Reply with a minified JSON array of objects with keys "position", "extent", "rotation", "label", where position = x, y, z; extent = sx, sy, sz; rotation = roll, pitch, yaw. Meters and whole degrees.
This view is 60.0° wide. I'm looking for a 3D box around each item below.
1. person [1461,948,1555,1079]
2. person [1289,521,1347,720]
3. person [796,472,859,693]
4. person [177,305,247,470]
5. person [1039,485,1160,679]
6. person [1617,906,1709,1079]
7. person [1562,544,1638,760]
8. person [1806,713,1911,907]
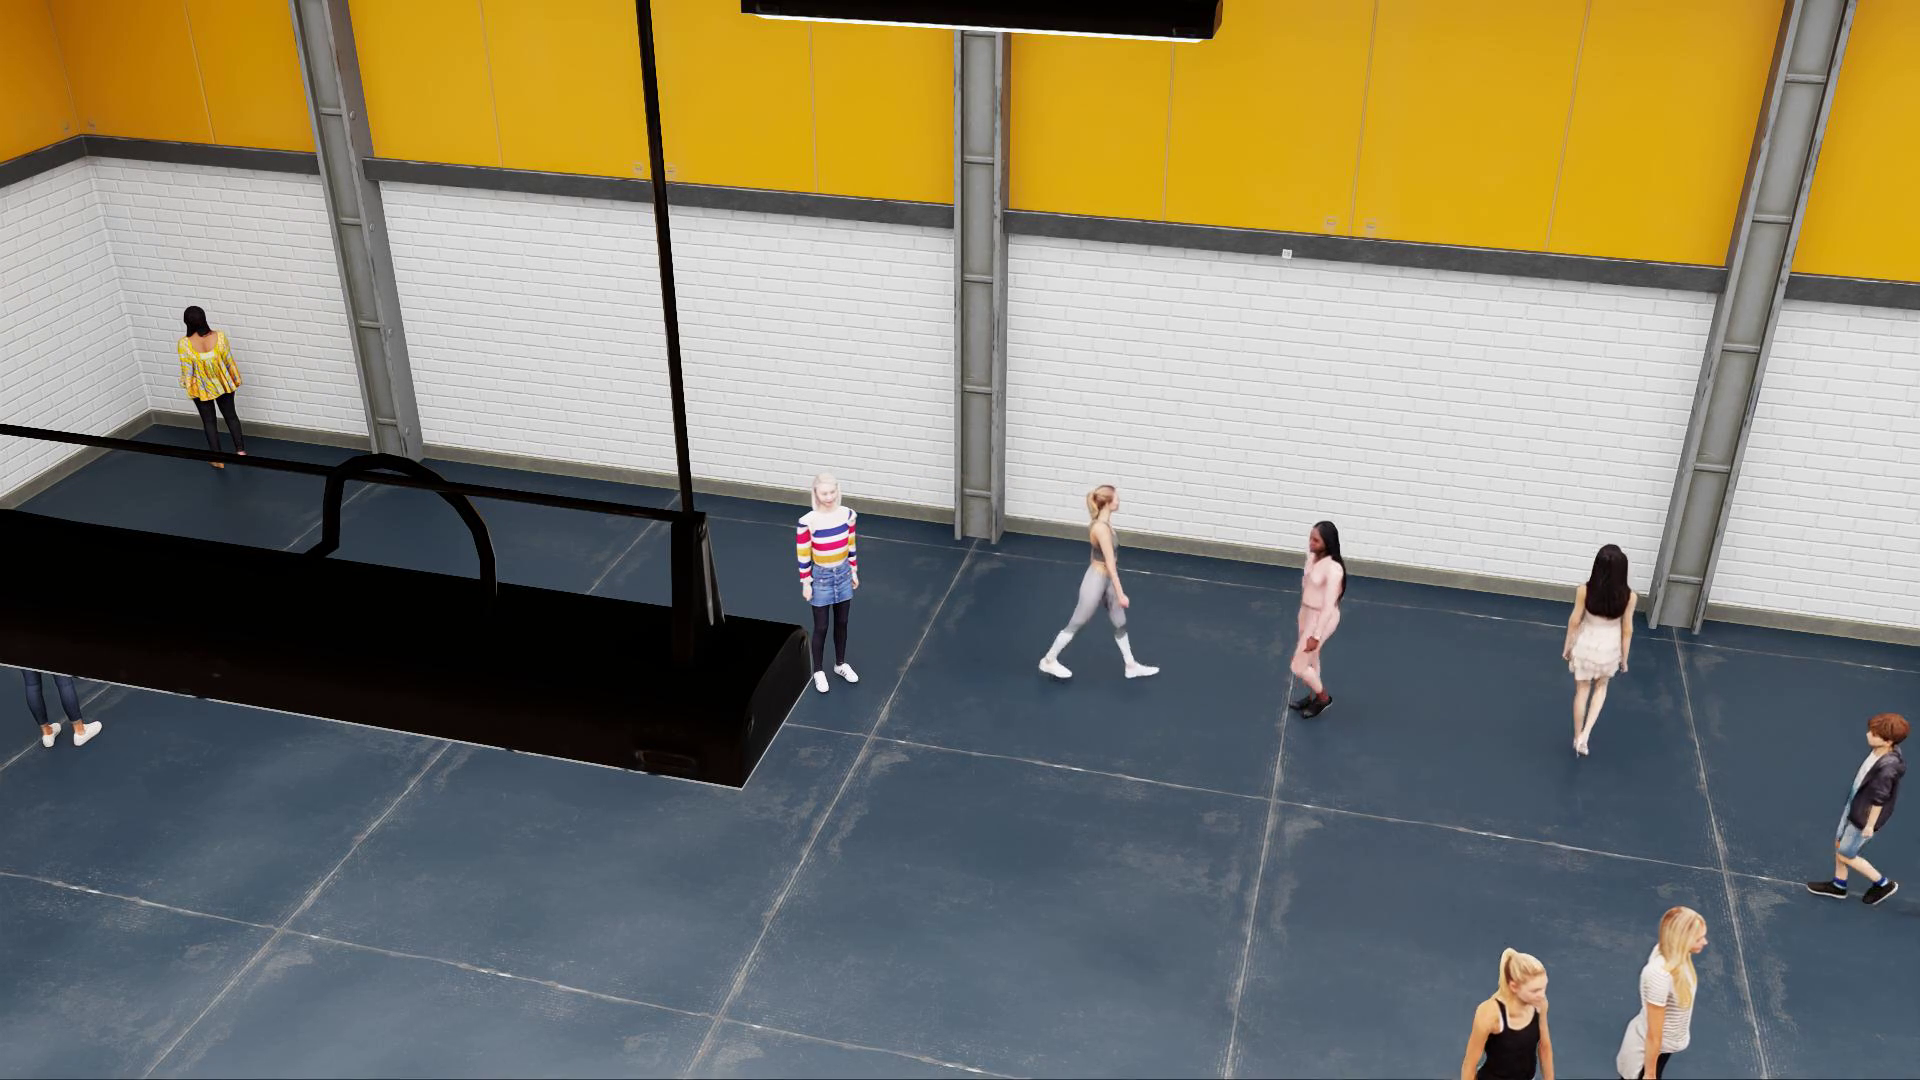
[{"position":[2.651,2.703,8.373],"extent":[1.147,1.801,1.235],"rotation":[-17,33,-28],"label":"person"},{"position":[2.711,0.620,12.294],"extent":[0.785,1.702,0.756],"rotation":[-4,29,-7],"label":"person"},{"position":[-1.004,0.303,12.764],"extent":[0.709,1.809,0.765],"rotation":[-16,32,-27],"label":"person"},{"position":[-7.302,-1.496,16.224],"extent":[0.879,1.654,0.932],"rotation":[-22,35,-34],"label":"person"},{"position":[0.967,0.382,12.782],"extent":[1.194,1.653,0.672],"rotation":[3,29,6],"label":"person"},{"position":[3.526,2.600,8.536],"extent":[0.589,1.826,0.657],"rotation":[13,31,23],"label":"person"},{"position":[4.520,0.855,11.838],"extent":[0.624,1.727,0.688],"rotation":[10,30,17],"label":"person"},{"position":[5.805,1.727,10.546],"extent":[0.715,1.433,0.552],"rotation":[9,30,16],"label":"person"}]
